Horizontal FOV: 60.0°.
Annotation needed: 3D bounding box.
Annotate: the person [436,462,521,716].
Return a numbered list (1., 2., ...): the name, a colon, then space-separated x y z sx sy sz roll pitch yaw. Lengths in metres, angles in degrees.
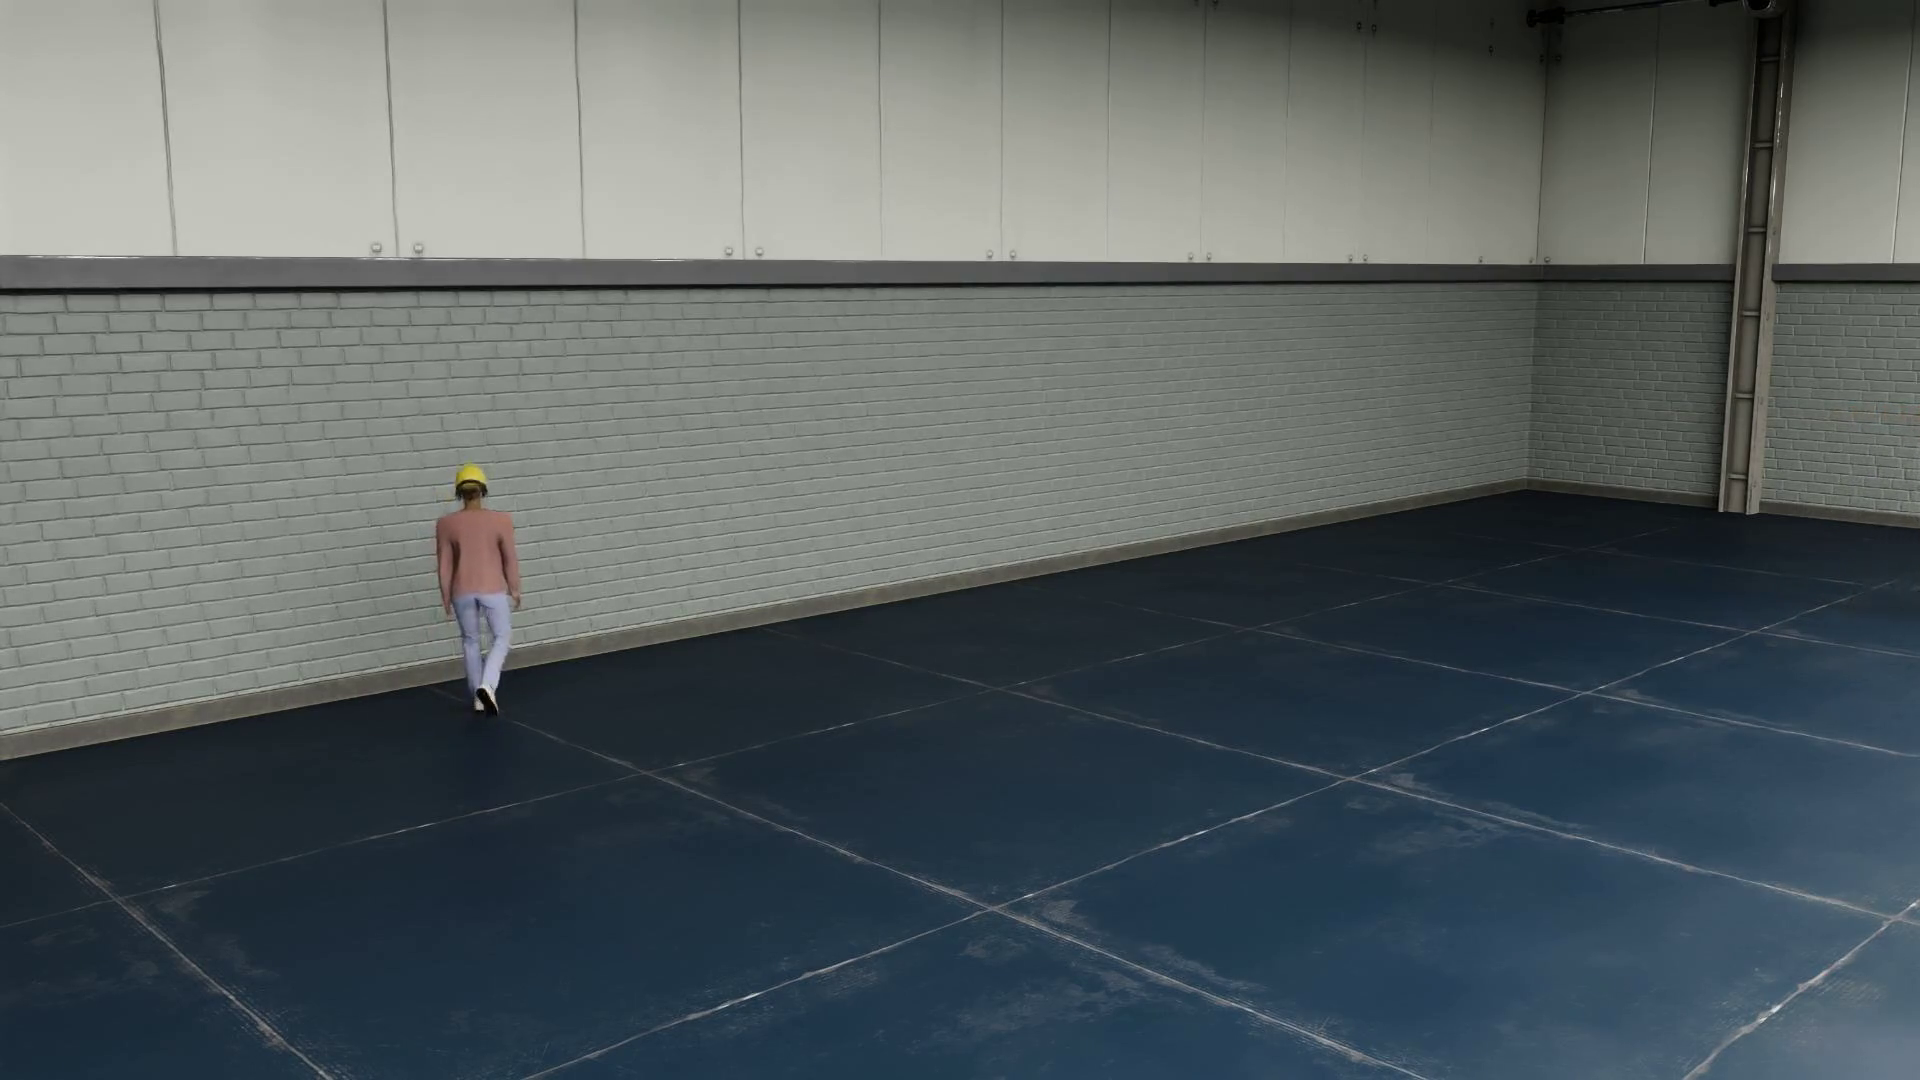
1. person: -3.271 0.349 11.266 0.541 1.750 0.577 0 9 -3
